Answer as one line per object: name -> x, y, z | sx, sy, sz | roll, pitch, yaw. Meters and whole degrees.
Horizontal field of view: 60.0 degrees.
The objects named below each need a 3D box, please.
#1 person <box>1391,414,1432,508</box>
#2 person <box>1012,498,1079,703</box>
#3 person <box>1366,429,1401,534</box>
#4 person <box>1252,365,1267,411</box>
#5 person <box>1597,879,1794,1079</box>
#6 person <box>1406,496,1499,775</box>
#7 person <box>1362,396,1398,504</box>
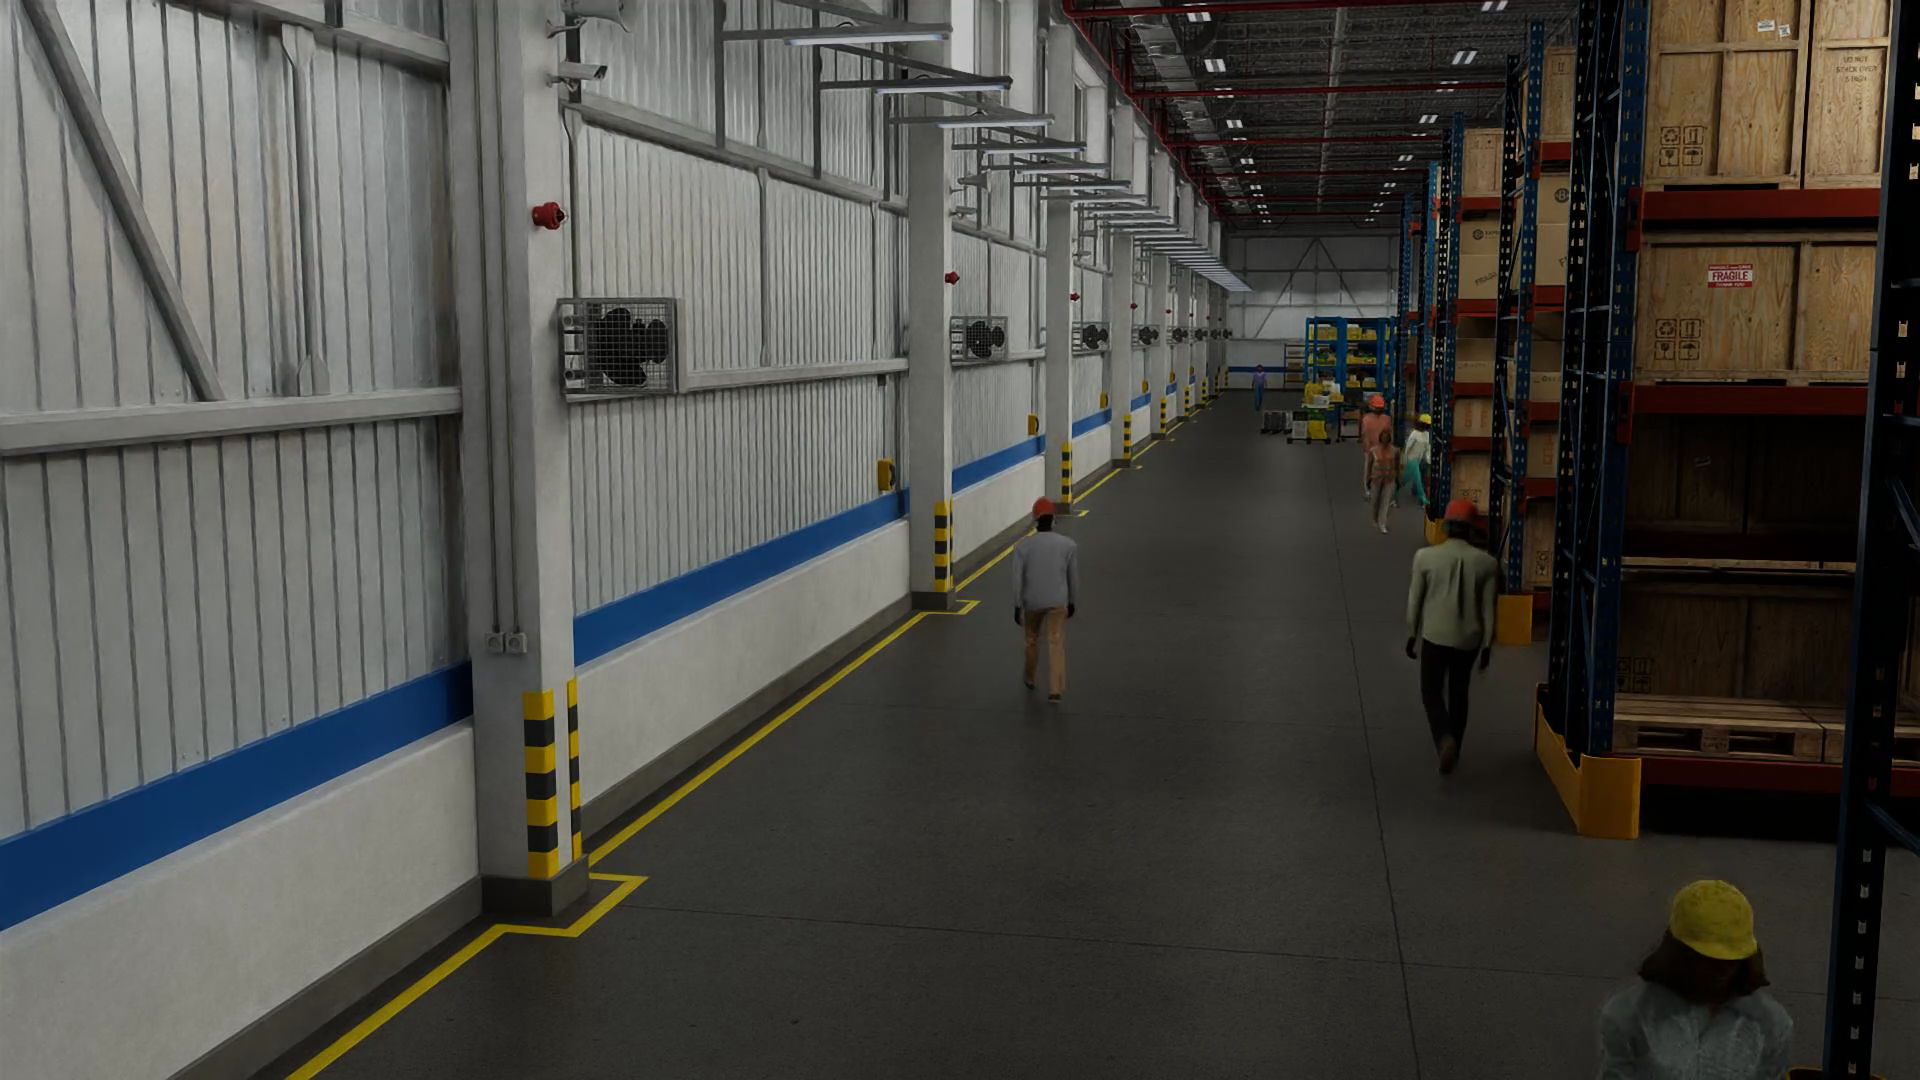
person -> 7.961, -1.381, 29.214 | 1.029, 1.683, 0.510 | 7, 10, 43
person -> 0.724, 0.500, 14.052 | 0.581, 1.706, 0.892 | -1, 7, -7
person -> 6.546, -0.919, 25.722 | 0.522, 1.626, 0.532 | 2, 7, 14
person -> 11.883, -6.046, 66.057 | 0.574, 1.814, 0.878 | 0, 7, 1
person -> 1.879, 1.709, 4.289 | 0.489, 1.733, 0.360 | 1, 7, 11
person -> 3.449, 0.673, 11.633 | 0.608, 1.964, 0.779 | 1, 7, 5
person -> 7.522, -1.593, 29.809 | 0.620, 1.950, 0.929 | -2, 7, -13
